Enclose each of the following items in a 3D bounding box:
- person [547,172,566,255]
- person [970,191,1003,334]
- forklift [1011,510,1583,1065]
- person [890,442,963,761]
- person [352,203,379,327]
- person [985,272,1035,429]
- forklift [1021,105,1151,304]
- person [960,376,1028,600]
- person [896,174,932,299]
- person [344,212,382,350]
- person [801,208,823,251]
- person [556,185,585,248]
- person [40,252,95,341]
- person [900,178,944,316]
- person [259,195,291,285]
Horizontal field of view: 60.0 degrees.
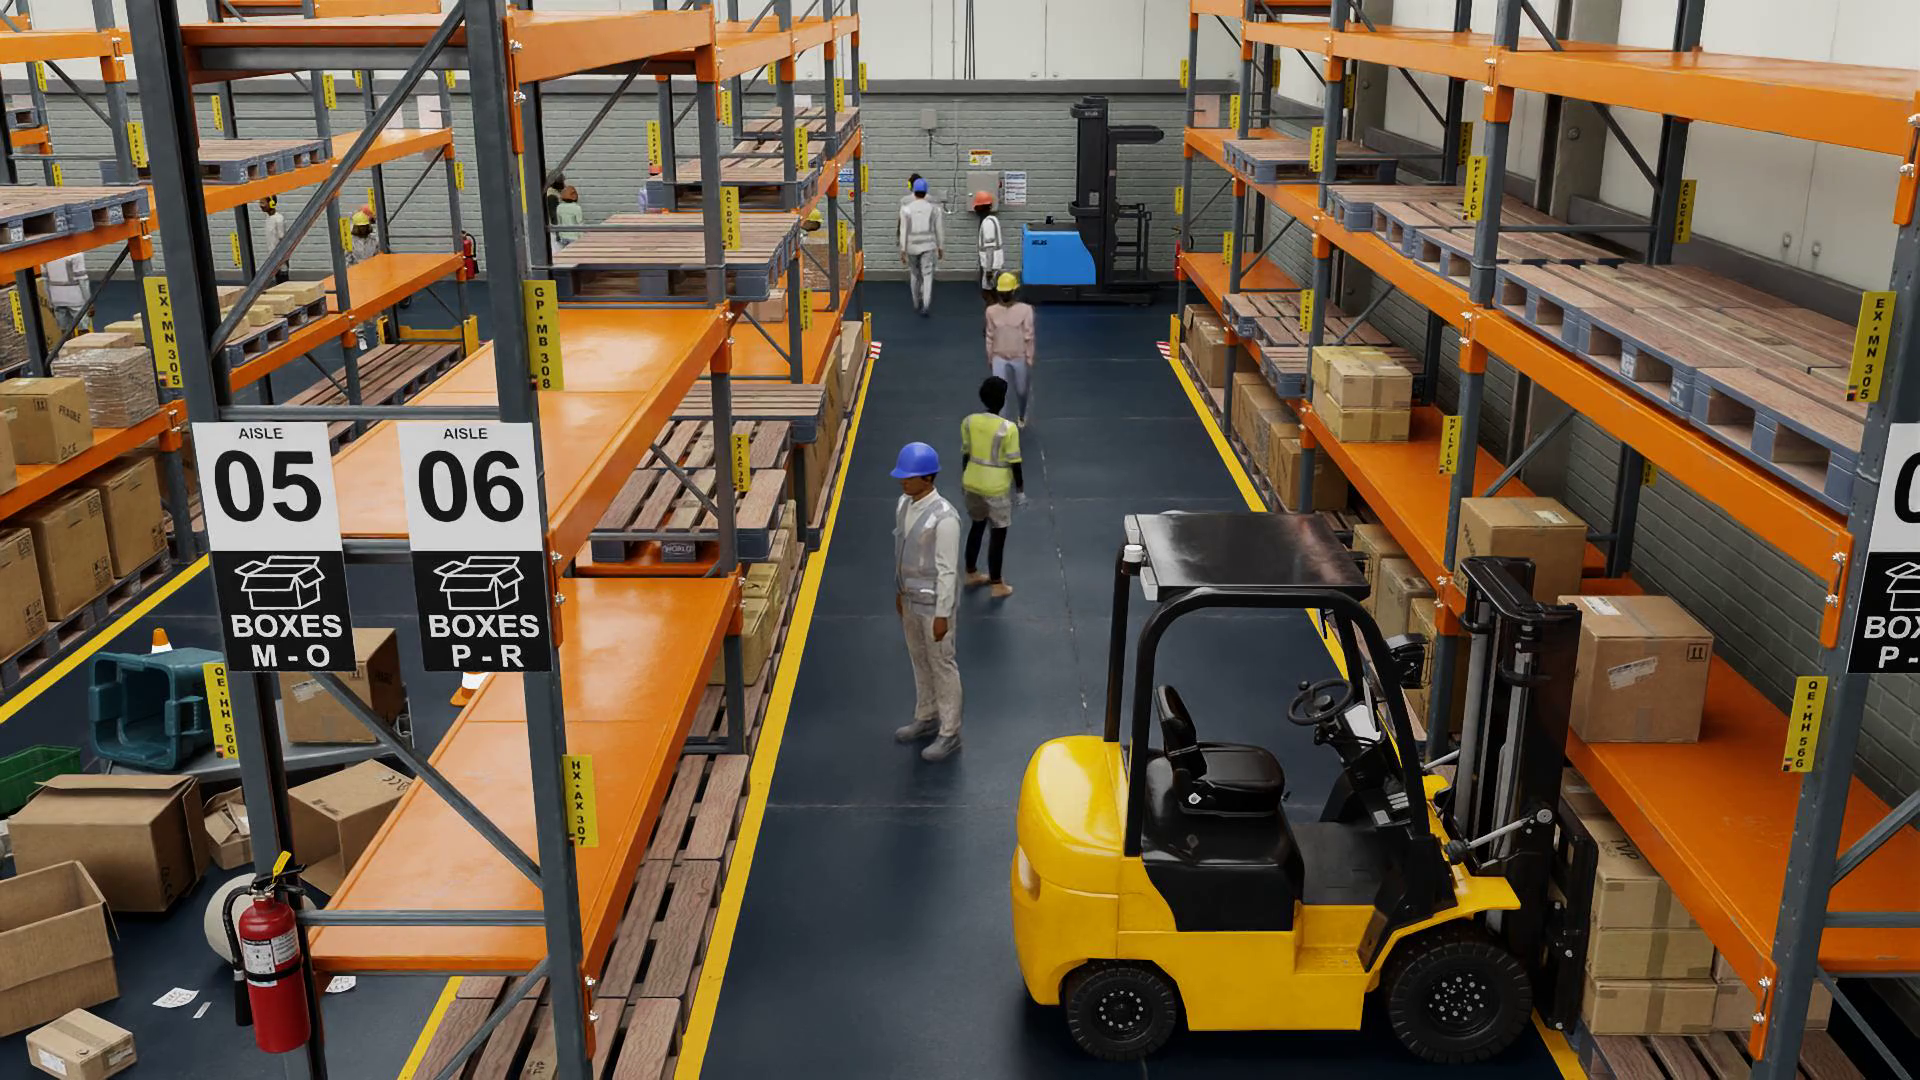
[{"bbox_3d":[-6.197,-4.771,25.611,0.444,1.803,0.661,0,18,0],"label":"person"},{"bbox_3d":[0.402,-3.678,22.149,0.544,1.908,0.560,1,18,3],"label":"person"},{"bbox_3d":[1.387,1.055,7.378,2.313,2.155,1.214,0,18,0],"label":"forklift"},{"bbox_3d":[-0.216,0.348,9.912,0.411,1.942,0.610,-11,21,-29],"label":"person"},{"bbox_3d":[-8.038,-3.706,22.523,0.592,1.711,0.500,14,23,37],"label":"person"},{"bbox_3d":[0.521,-1.885,16.970,0.521,1.744,0.755,3,19,10],"label":"person"},{"bbox_3d":[1.857,-4.944,24.441,1.873,2.768,1.129,0,18,0],"label":"forklift"},{"bbox_3d":[0.224,-0.394,12.535,0.615,1.693,0.322,17,25,41],"label":"person"},{"bbox_3d":[-0.697,-4.575,24.987,0.527,1.818,0.883,-7,20,-21],"label":"person"},{"bbox_3d":[-7.598,-3.323,21.323,0.487,1.744,0.297,-15,23,-37],"label":"person"},{"bbox_3d":[-1.932,-3.475,21.801,0.317,1.733,0.491,0,18,0],"label":"person"},{"bbox_3d":[-5.874,-4.540,25.192,0.503,1.628,0.276,11,21,30],"label":"person"},{"bbox_3d":[-10.405,-2.800,19.455,0.546,1.928,0.390,2,18,6],"label":"person"},{"bbox_3d":[-0.539,-4.144,23.543,0.624,1.915,0.920,-1,18,-2],"label":"person"},{"bbox_3d":[-9.254,-3.801,22.597,0.330,1.860,0.504,-14,23,-36],"label":"person"}]
